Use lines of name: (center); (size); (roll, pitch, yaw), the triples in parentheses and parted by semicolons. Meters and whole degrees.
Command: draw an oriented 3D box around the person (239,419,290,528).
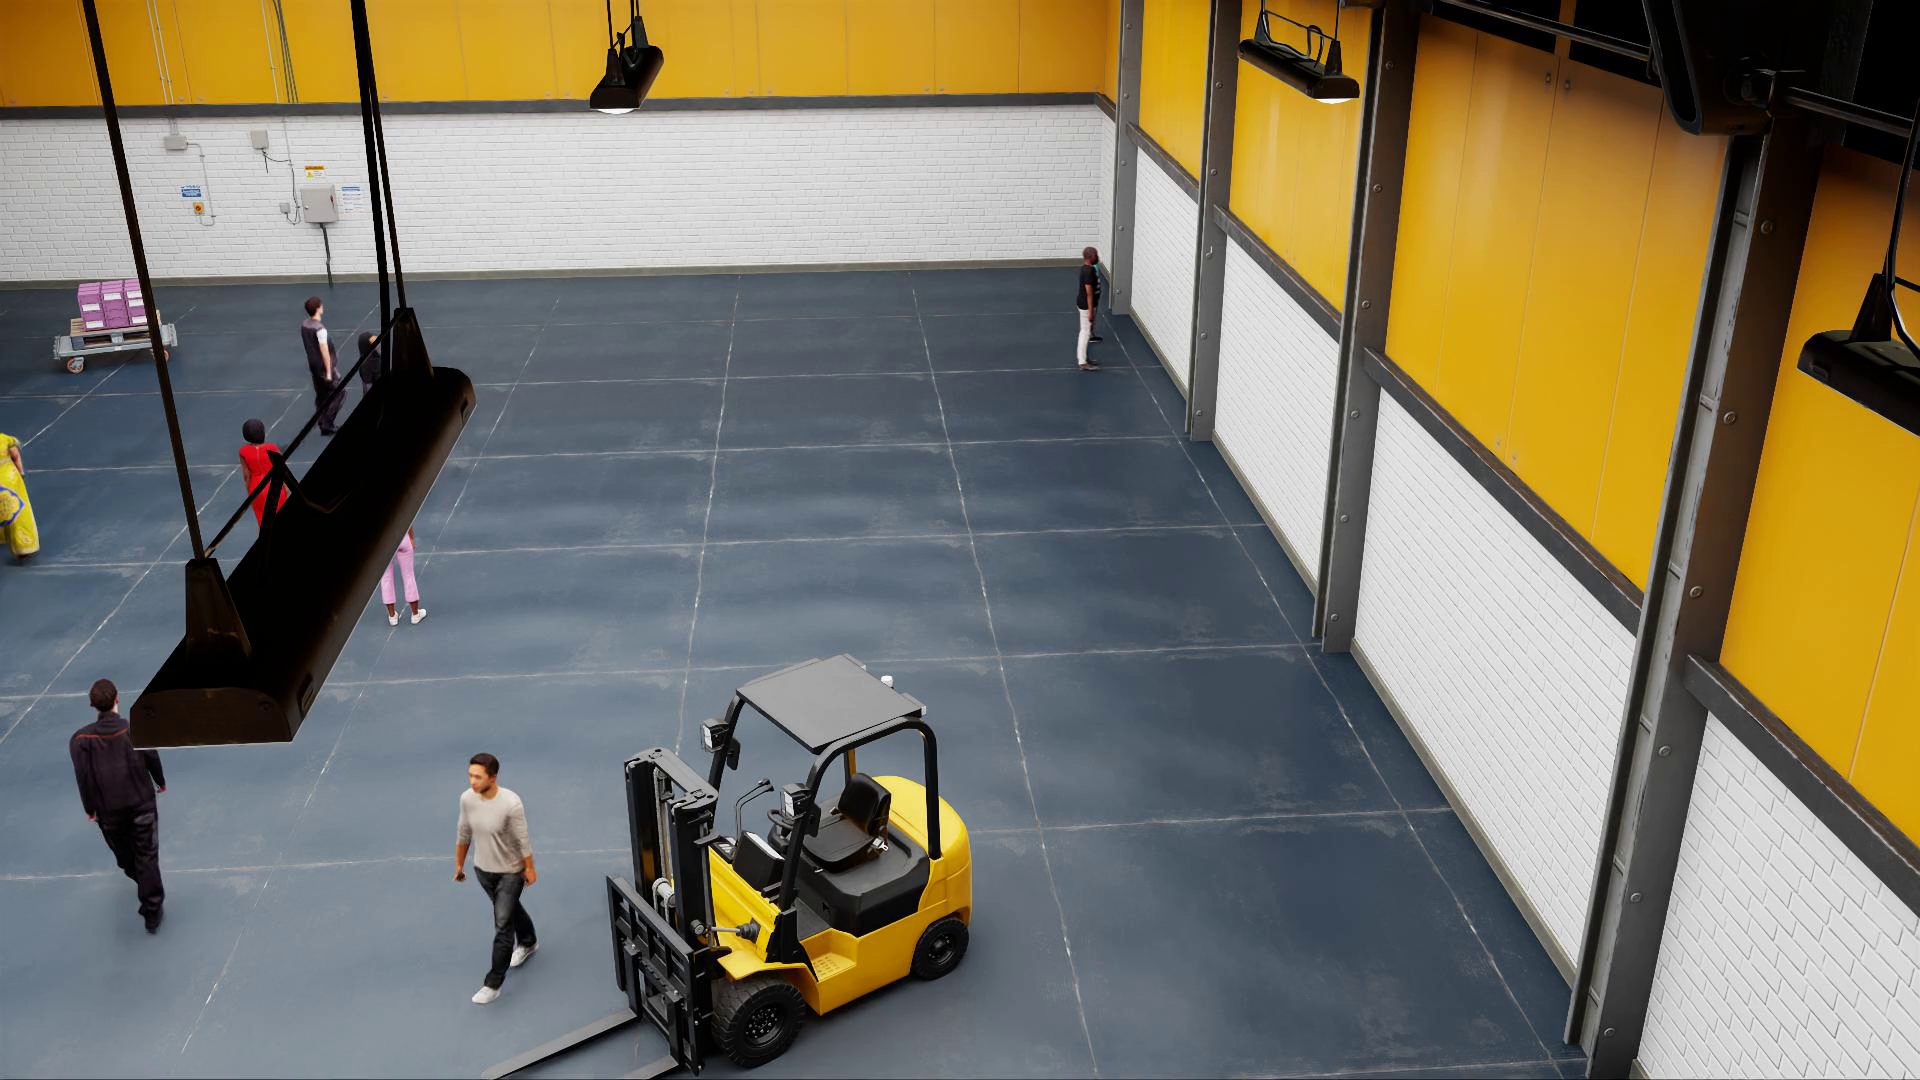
person: (-7.337, -0.459, 17.622); (0.586, 1.743, 0.523); (-4, 24, -9)

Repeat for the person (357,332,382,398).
person: (-7.346, -1.836, 20.930); (0.715, 1.616, 0.604); (4, 24, 9)

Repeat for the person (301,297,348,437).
person: (-8.324, -2.210, 21.506); (0.791, 1.840, 0.845); (16, 28, 32)

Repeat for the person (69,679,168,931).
person: (-6.008, 1.945, 11.977); (0.914, 1.859, 1.240); (-9, 25, -20)

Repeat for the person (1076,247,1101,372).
person: (1.857, -3.390, 24.251); (0.729, 1.804, 0.528); (-1, 24, -1)

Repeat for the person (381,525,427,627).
person: (-5.637, 0.022, 16.520); (0.578, 1.743, 0.526); (-4, 24, -8)

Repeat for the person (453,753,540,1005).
person: (-3.114, 2.209, 11.473); (0.982, 1.780, 1.161); (9, 25, 21)

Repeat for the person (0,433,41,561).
person: (-10.350, -0.544, 17.984); (1.108, 1.608, 1.354); (-13, 27, -27)
